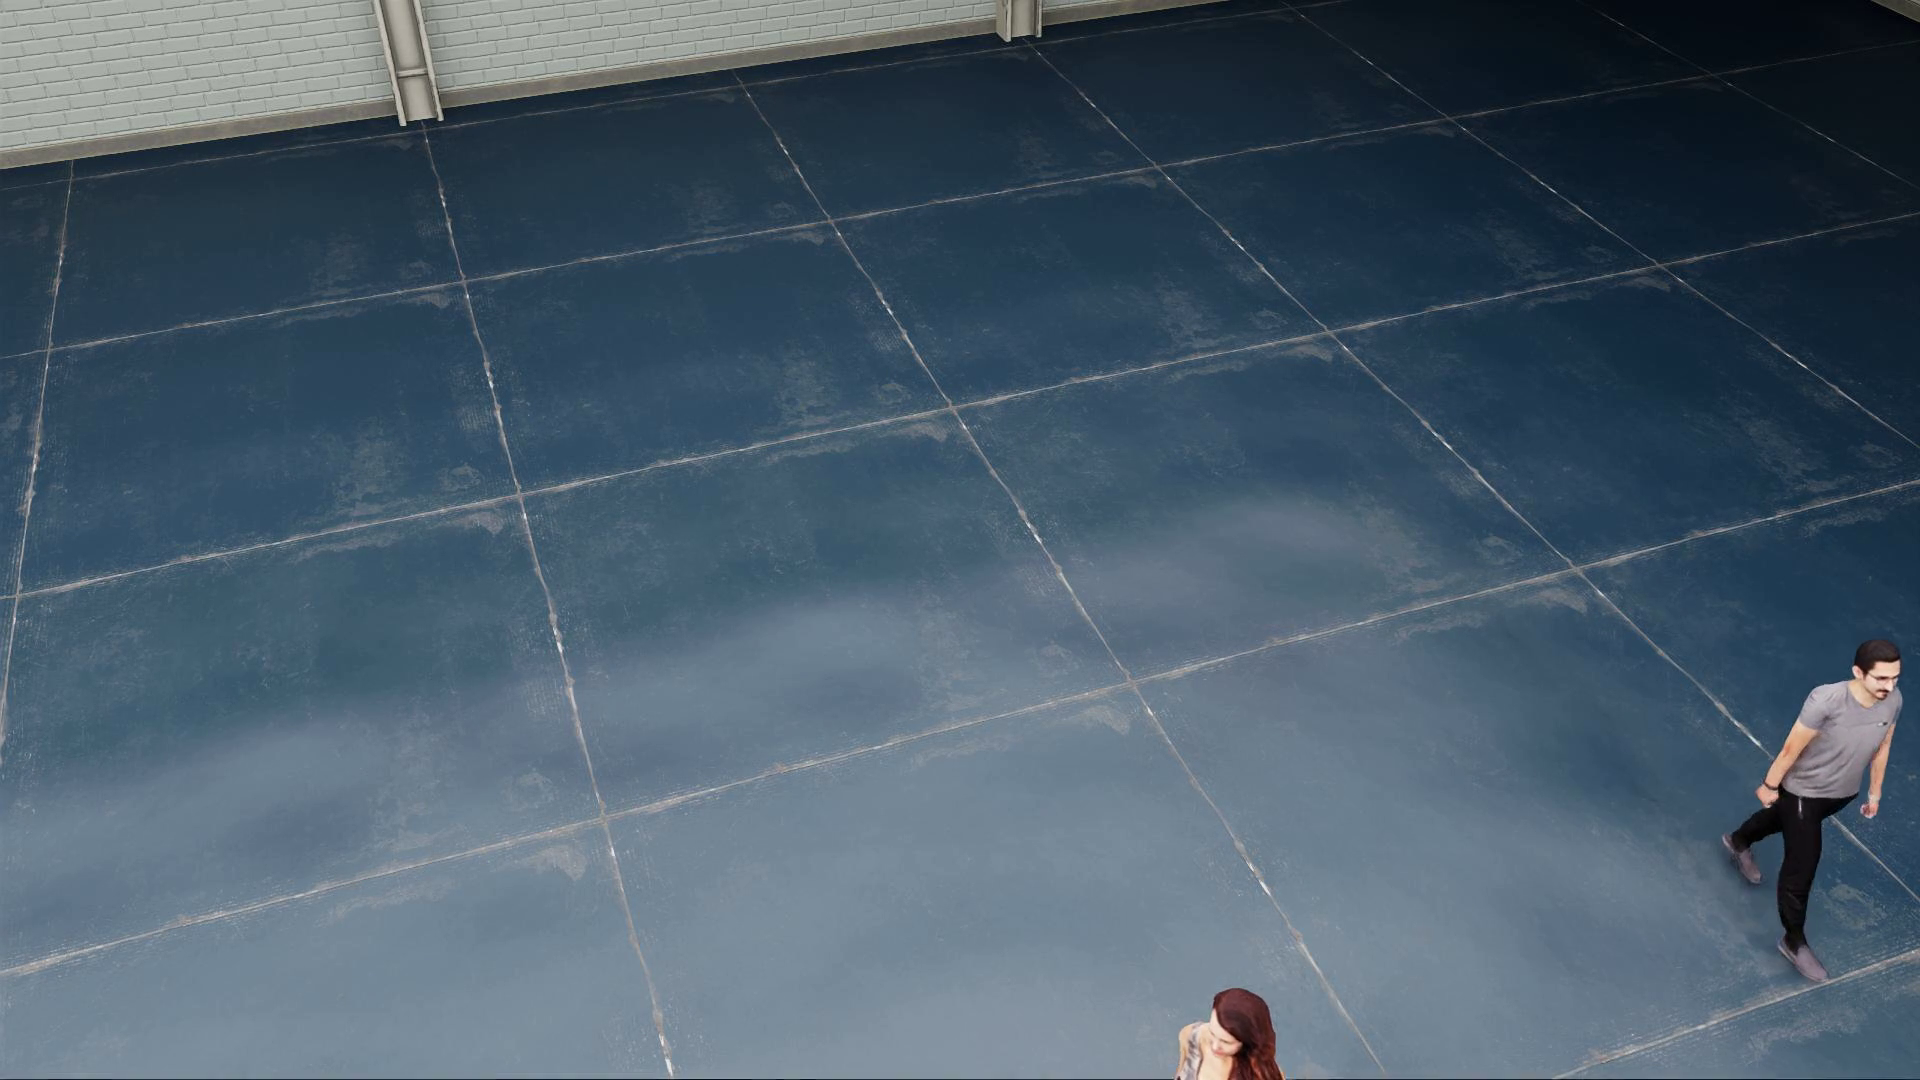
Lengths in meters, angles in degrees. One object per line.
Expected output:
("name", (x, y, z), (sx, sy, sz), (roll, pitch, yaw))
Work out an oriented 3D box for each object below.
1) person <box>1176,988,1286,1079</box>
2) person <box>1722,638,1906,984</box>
("person", (1.016, 2.220, 6.221), (1.043, 1.729, 1.234), (24, 44, 27))
("person", (3.917, 1.085, 7.686), (1.084, 1.710, 0.754), (-9, 39, -11))
